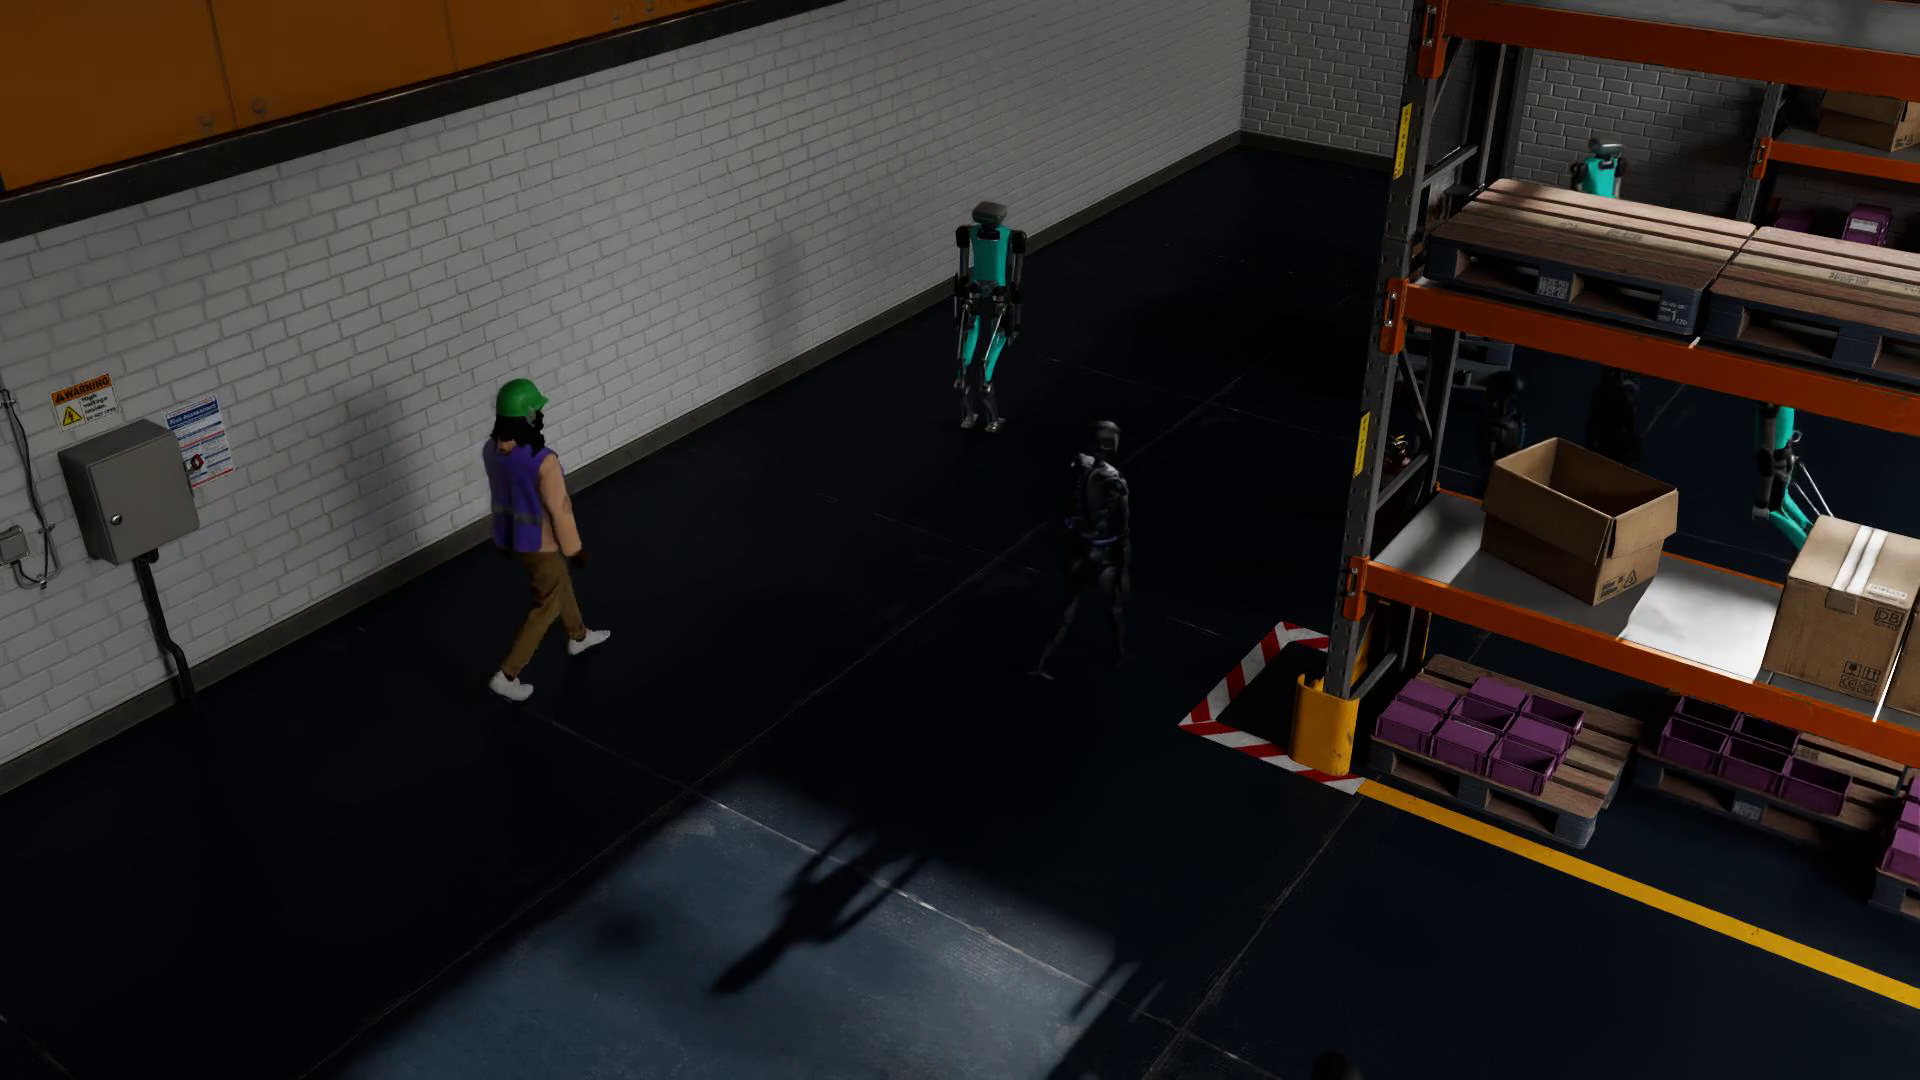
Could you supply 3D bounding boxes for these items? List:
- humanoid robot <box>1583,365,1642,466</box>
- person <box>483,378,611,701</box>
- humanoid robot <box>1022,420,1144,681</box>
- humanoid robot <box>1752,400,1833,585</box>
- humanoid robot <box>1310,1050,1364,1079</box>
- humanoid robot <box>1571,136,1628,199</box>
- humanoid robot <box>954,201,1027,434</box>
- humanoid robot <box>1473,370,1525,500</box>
[{"bbox_3d":[4.121,-0.524,10.586,0.774,1.625,0.600,-1,30,-2],"label":"humanoid robot"},{"bbox_3d":[-2.431,-0.017,9.446,0.544,1.900,0.921,22,37,33],"label":"person"},{"bbox_3d":[0.733,0.077,9.568,0.793,1.645,0.593,-18,34,-28],"label":"humanoid robot"},{"bbox_3d":[5.088,-0.305,10.084,0.779,1.748,0.585,17,34,27],"label":"humanoid robot"},{"bbox_3d":[1.175,2.305,5.681,0.609,1.636,0.773,-13,33,-22],"label":"humanoid robot"},{"bbox_3d":[5.389,-2.342,13.678,0.535,1.774,0.976,-13,32,-21],"label":"humanoid robot"},{"bbox_3d":[0.156,-1.577,12.205,0.532,1.696,0.729,8,31,14],"label":"humanoid robot"},{"bbox_3d":[3.254,-0.241,10.072,0.639,1.637,0.609,15,33,24],"label":"humanoid robot"}]
